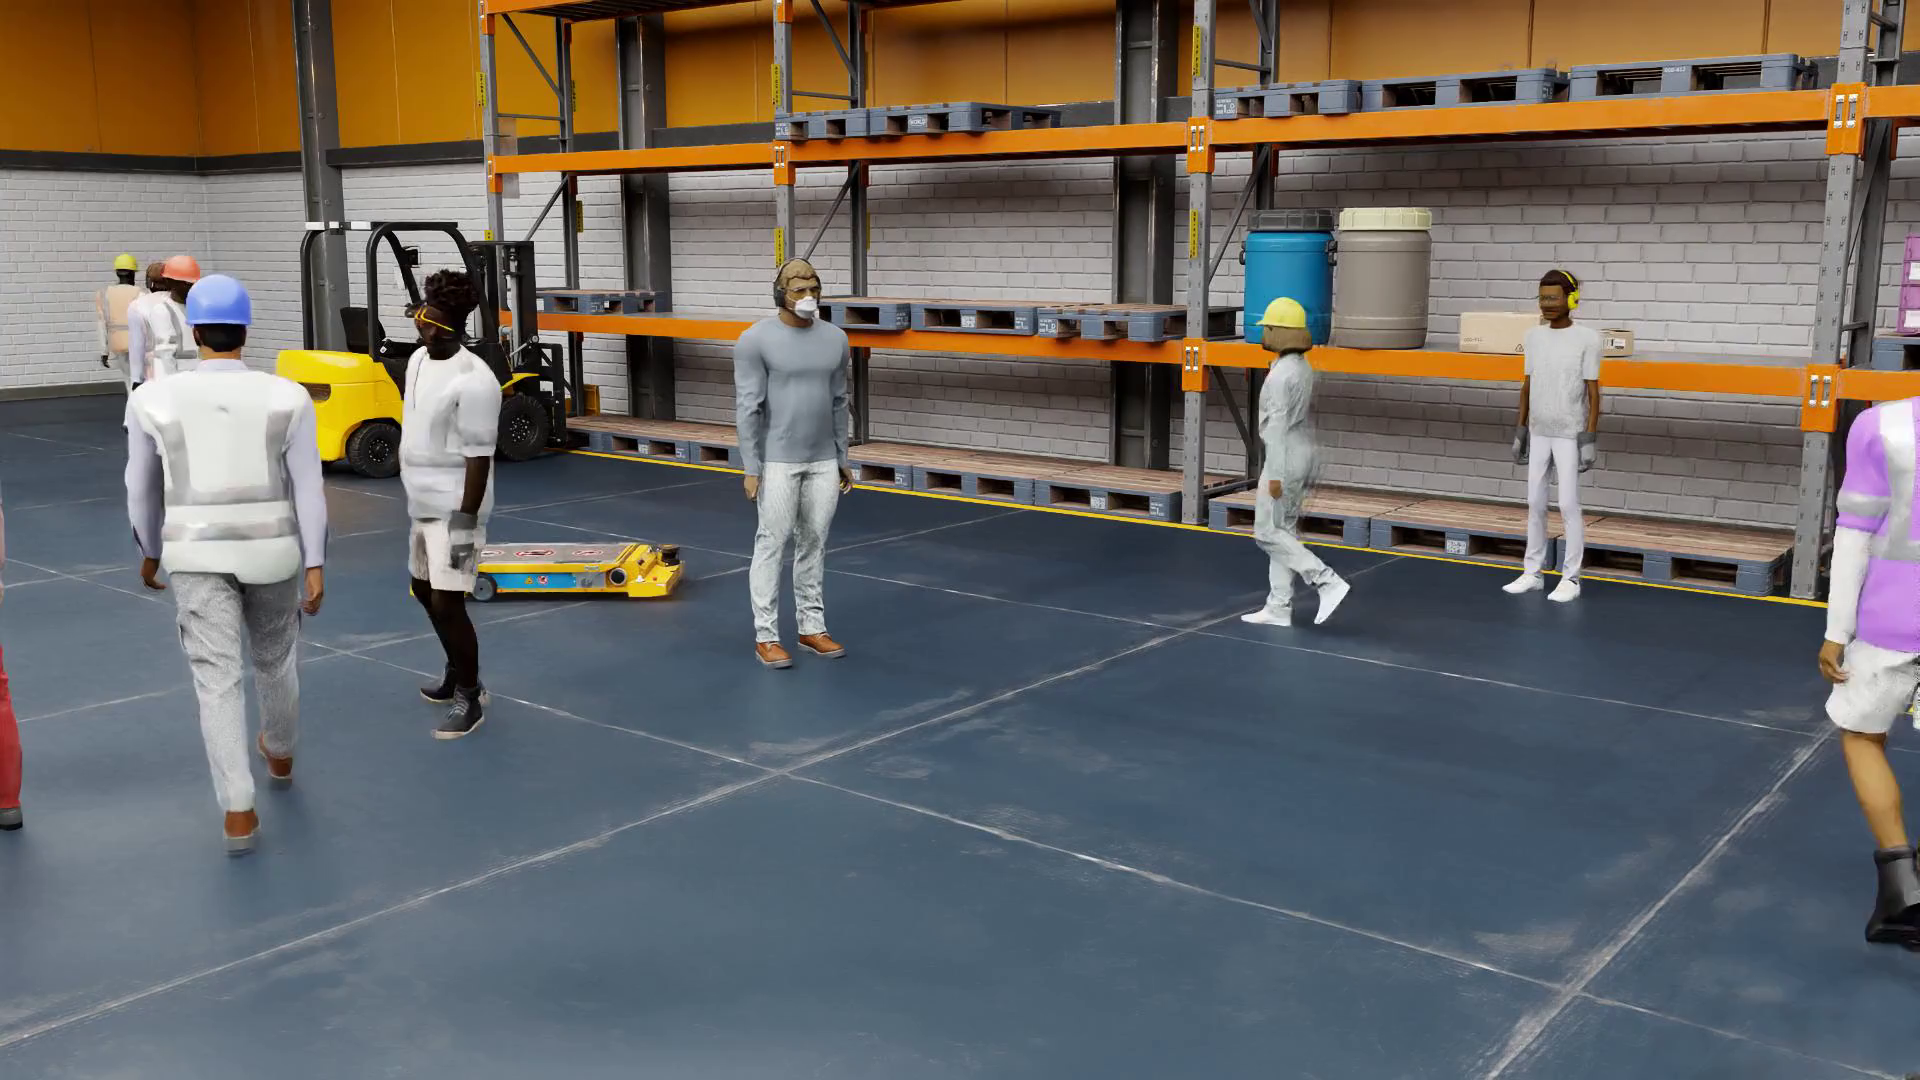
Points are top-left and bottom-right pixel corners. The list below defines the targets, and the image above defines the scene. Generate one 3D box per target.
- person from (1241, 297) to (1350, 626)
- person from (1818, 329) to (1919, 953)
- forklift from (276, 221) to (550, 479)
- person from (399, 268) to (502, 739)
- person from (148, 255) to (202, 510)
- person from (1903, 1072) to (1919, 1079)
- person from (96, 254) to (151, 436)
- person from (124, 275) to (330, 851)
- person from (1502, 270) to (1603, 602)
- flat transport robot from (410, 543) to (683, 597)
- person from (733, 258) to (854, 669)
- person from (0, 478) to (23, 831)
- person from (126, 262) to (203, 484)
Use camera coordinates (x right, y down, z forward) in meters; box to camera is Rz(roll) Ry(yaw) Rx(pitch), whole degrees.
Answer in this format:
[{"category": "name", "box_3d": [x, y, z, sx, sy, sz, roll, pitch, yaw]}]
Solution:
[{"category": "person", "box_3d": [1.746, -0.378, 8.578, 0.516, 1.733, 0.483, 6, 12, 29]}, {"category": "person", "box_3d": [2.715, 0.237, 4.623, 0.561, 1.925, 0.509, 3, 11, 14]}, {"category": "forklift", "box_3d": [-4.922, -1.741, 14.854, 1.214, 2.155, 2.313, 8, 13, 38]}, {"category": "person", "box_3d": [-2.111, -0.152, 6.856, 0.409, 1.915, 0.792, -9, 13, -39]}, {"category": "person", "box_3d": [-5.729, -1.161, 12.429, 0.652, 1.921, 0.563, 2, 10, 9]}, {"category": "person", "box_3d": [0.715, 0.895, 0.945, 0.634, 1.933, 1.080, -1, 10, -5]}, {"category": "person", "box_3d": [-8.616, -2.023, 17.288, 0.603, 1.886, 0.975, -2, 10, -8]}, {"category": "person", "box_3d": [-2.529, 0.044, 5.768, 0.619, 1.895, 0.977, -5, 11, -26]}, {"category": "person", "box_3d": [3.359, -0.581, 9.388, 0.329, 1.856, 0.541, -7, 13, -36]}, {"category": "flat transport robot", "box_3d": [-2.367, 0.167, 9.609, 1.431, 0.197, 0.652, 0, 10, -1]}, {"category": "person", "box_3d": [-0.778, -0.368, 7.951, 0.630, 1.938, 0.366, -8, 13, -38]}, {"category": "person", "box_3d": [-3.412, 0.159, 5.511, 0.313, 1.769, 0.523, 5, 11, 24]}, {"category": "person", "box_3d": [-6.495, -1.347, 13.649, 0.430, 1.843, 0.625, 9, 14, 41]}]
